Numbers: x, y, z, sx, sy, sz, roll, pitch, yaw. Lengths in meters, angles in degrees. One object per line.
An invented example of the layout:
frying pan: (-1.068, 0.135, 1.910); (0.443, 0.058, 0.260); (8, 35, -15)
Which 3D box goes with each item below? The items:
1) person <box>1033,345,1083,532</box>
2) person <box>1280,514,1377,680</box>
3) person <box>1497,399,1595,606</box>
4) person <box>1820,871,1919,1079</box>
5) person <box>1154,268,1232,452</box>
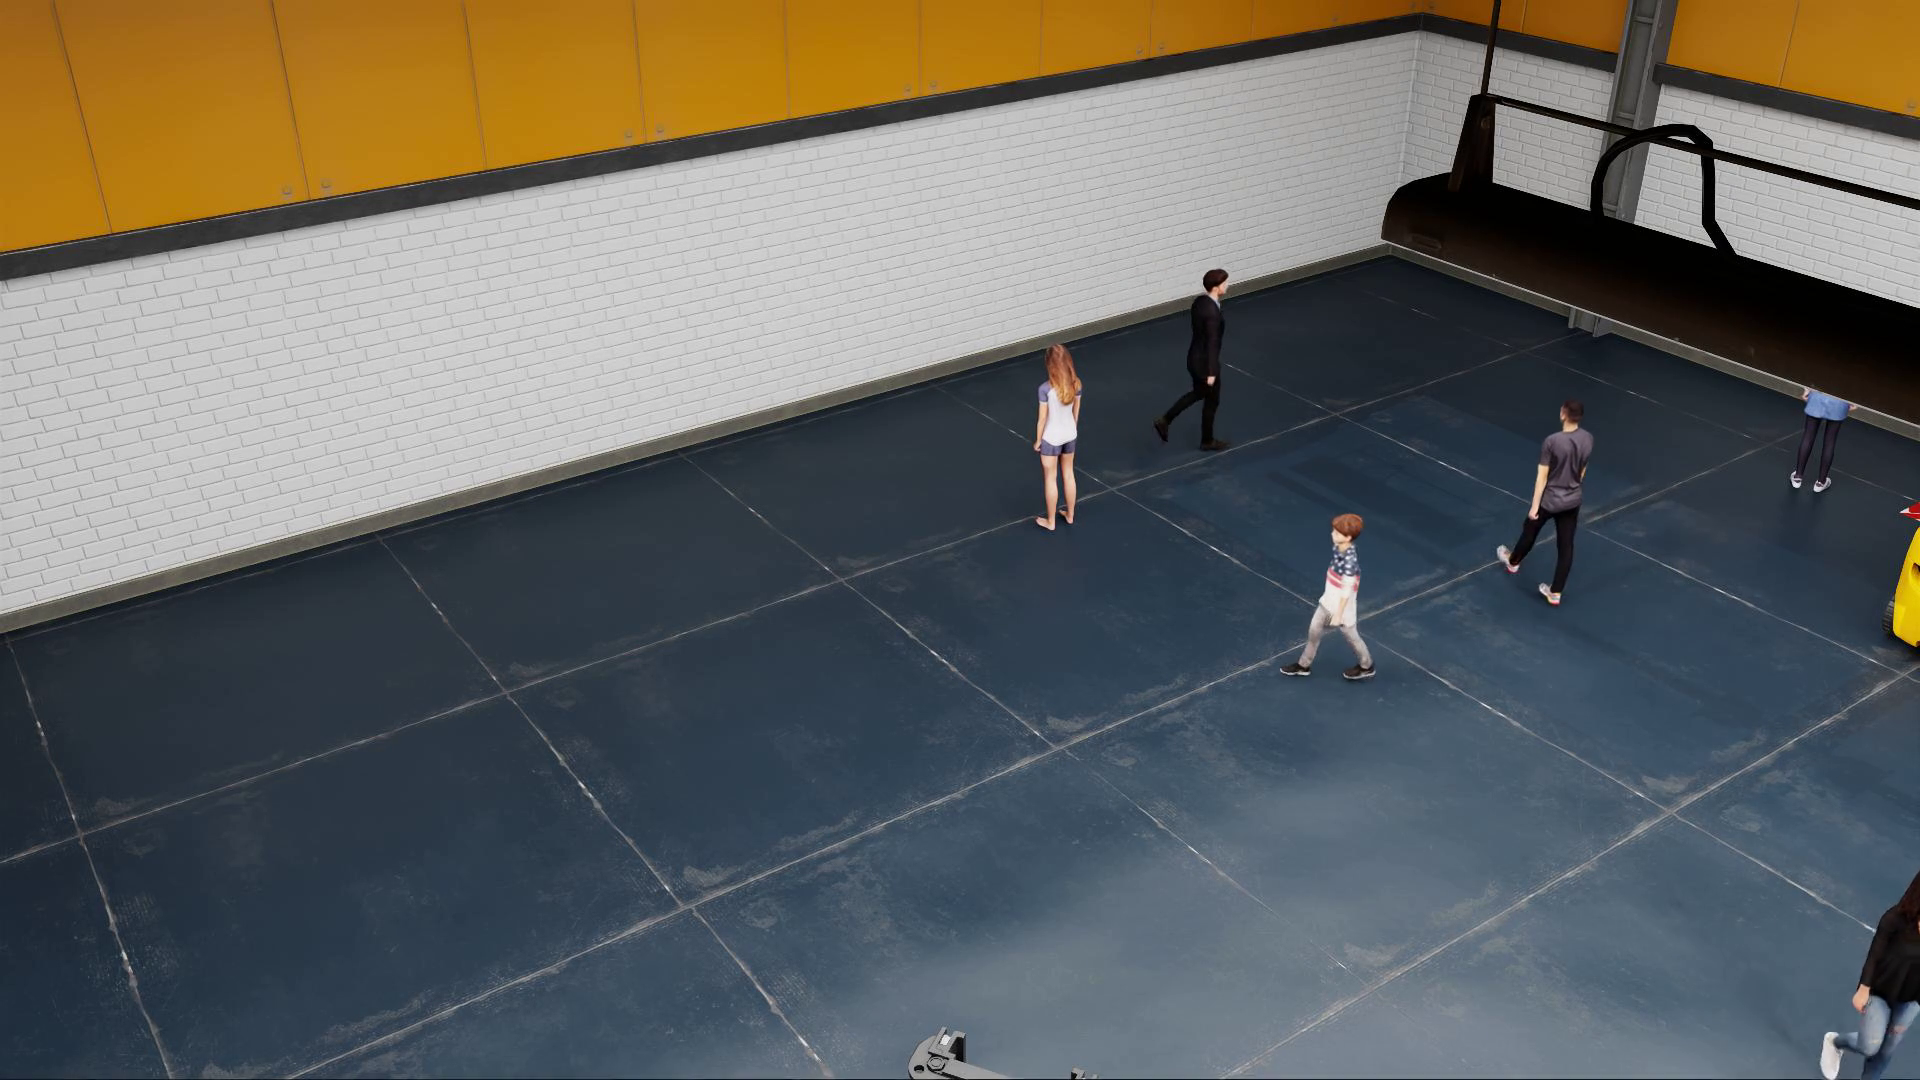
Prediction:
person: (0.874, -0.905, 14.708); (0.602, 1.725, 0.551); (-16, 33, -27)
person: (2.930, 0.460, 12.539); (0.887, 1.406, 0.959); (-2, 29, -4)
person: (4.912, -0.270, 13.536); (0.921, 1.734, 1.138); (-6, 29, -11)
person: (4.934, 2.336, 8.854); (0.757, 1.640, 0.841); (-2, 29, -3)
person: (2.279, -1.713, 16.034); (0.999, 1.875, 1.065); (-5, 29, -10)
